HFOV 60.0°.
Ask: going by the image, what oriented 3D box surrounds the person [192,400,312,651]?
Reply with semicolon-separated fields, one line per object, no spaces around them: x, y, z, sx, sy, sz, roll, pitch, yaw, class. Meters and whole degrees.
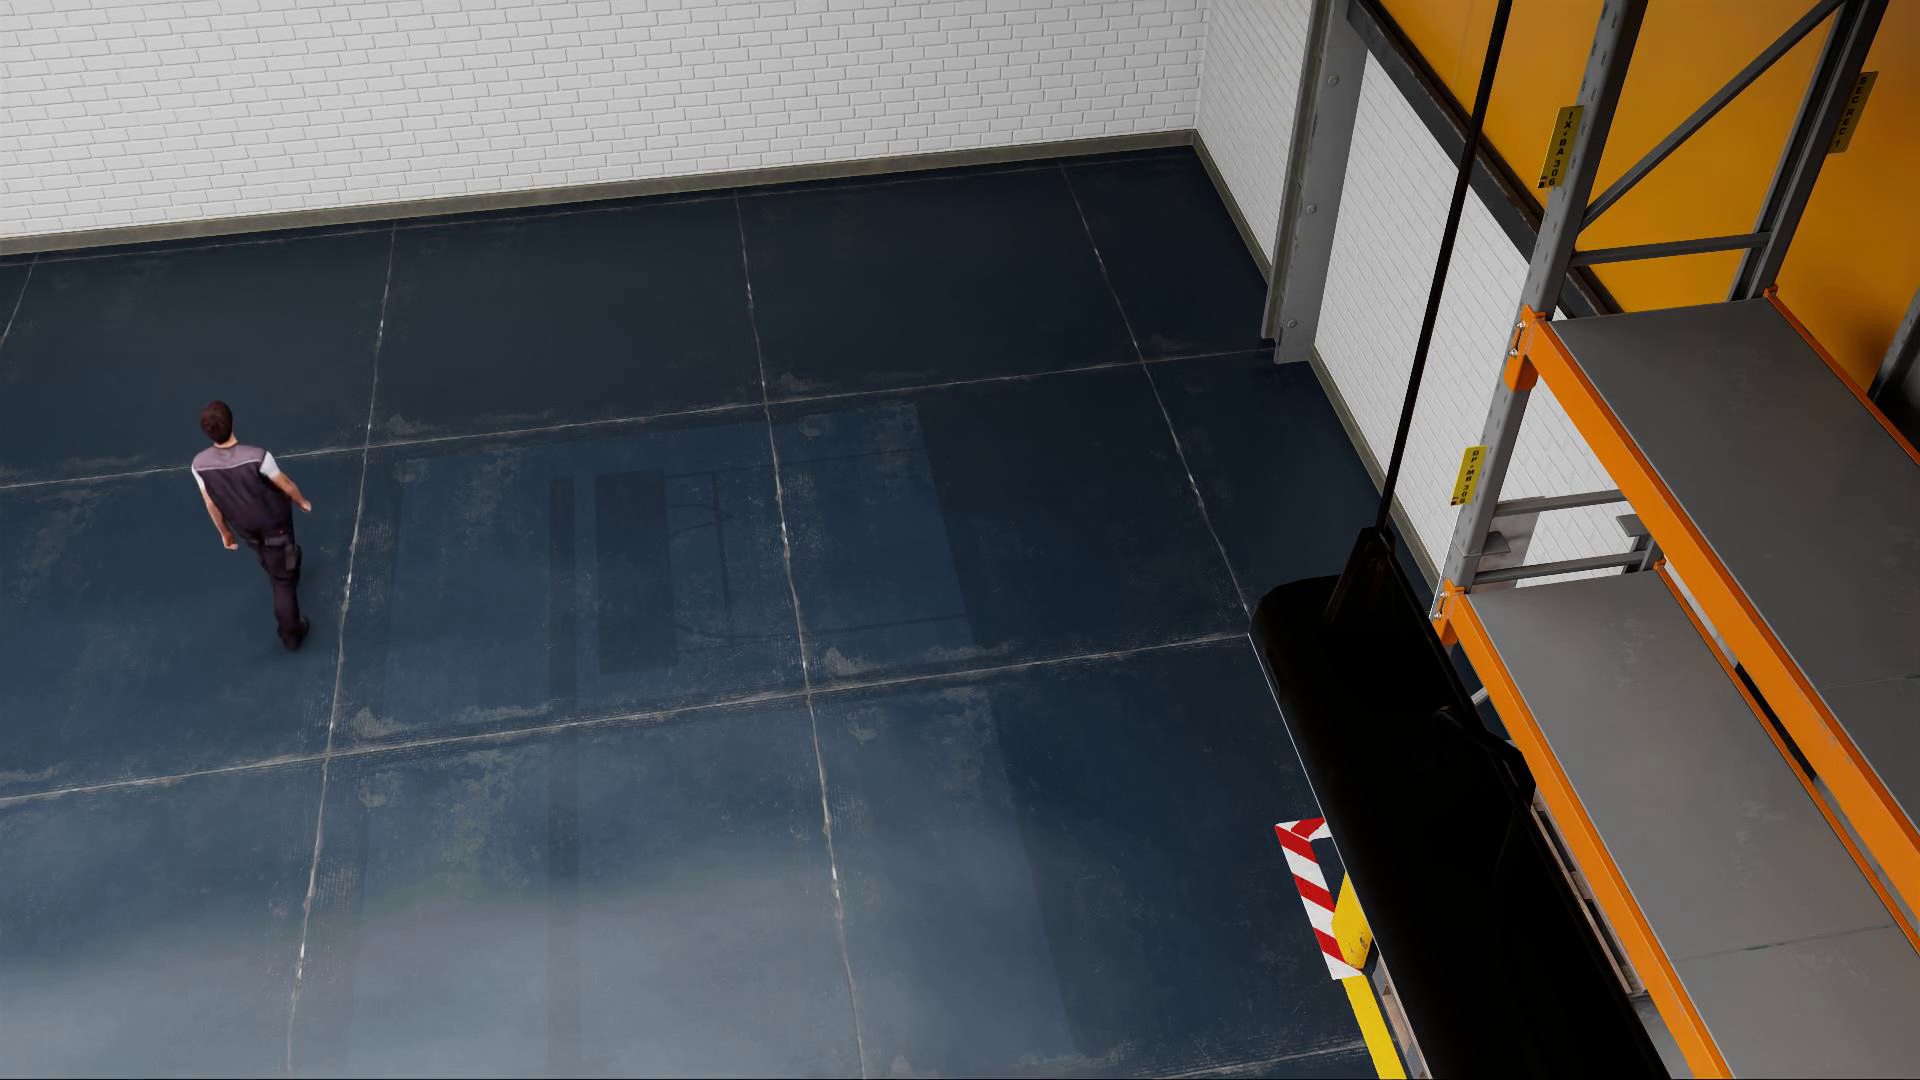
-4.417;-0.048;10.470;0.778;1.817;1.118;-1;44;-1;person
